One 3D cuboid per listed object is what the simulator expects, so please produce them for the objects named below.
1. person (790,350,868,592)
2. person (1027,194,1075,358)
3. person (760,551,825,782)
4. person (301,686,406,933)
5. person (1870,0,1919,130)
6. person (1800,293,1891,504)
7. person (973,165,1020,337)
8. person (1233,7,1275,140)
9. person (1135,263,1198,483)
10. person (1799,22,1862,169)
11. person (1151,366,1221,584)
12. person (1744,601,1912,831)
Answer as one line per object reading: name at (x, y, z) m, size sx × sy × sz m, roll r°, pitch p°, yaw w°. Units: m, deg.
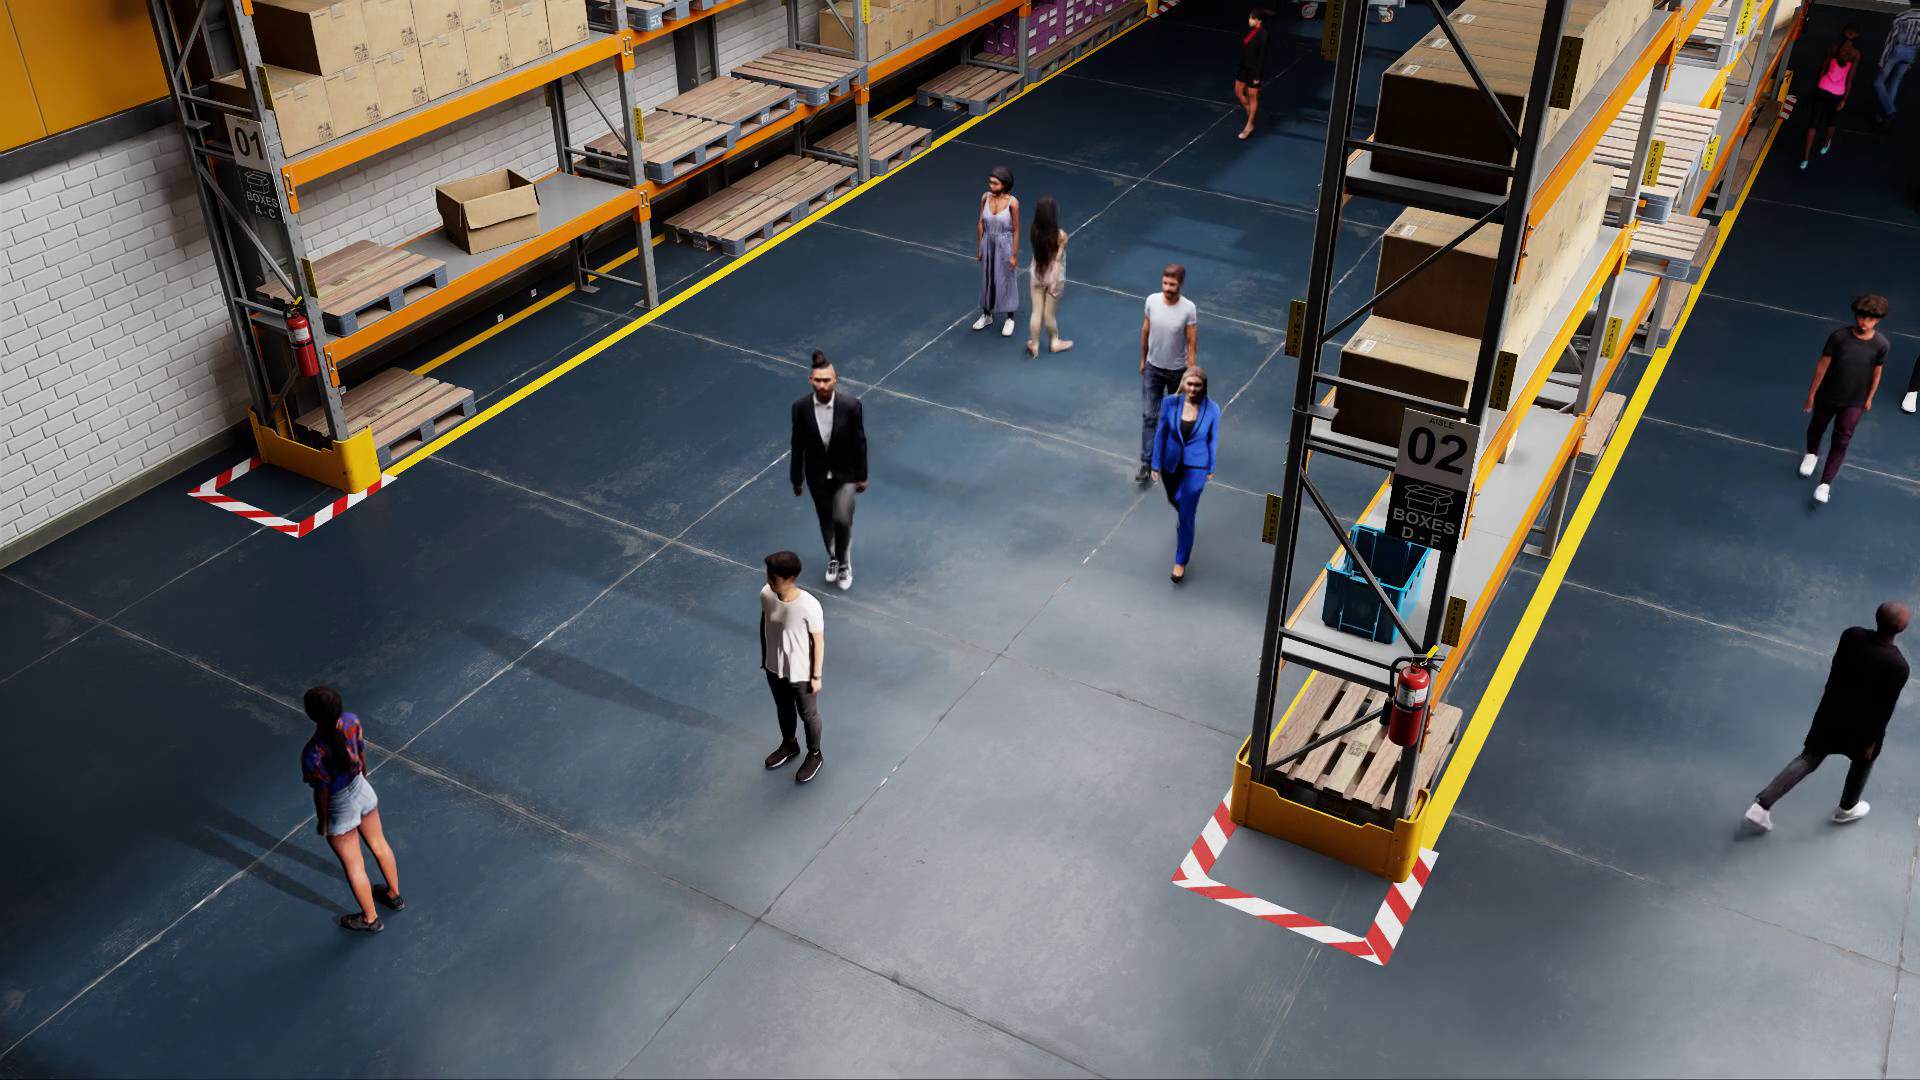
person at (-0.955, -0.579, 12.478) m, size 0.837 × 1.943 × 0.831 m, roll 4°, pitch 34°, yaw 6°
person at (0.804, -2.450, 15.561) m, size 0.603 × 1.647 × 0.655 m, roll 13°, pitch 36°, yaw 18°
person at (-1.068, 0.778, 10.638) m, size 0.642 × 1.721 × 0.545 m, roll 21°, pitch 39°, yaw 28°
person at (-3.496, 1.521, 9.500) m, size 0.674 × 1.743 × 0.487 m, roll 13°, pitch 36°, yaw 19°
person at (11.716, -5.933, 20.678) m, size 0.870 × 1.782 × 0.951 m, roll -3°, pitch 34°, yaw -4°
person at (7.233, -1.227, 13.636) m, size 0.633 × 1.740 × 1.084 m, roll 17°, pitch 37°, yaw 24°
person at (0.377, -2.805, 16.049) m, size 0.578 × 1.699 × 0.504 m, roll 16°, pitch 37°, yaw 22°
person at (3.671, -5.773, 20.574) m, size 0.763 × 1.631 × 0.715 m, roll -13°, pitch 36°, yaw -18°
person at (1.763, -1.461, 13.918) m, size 0.791 × 1.819 × 1.224 m, roll 12°, pitch 35°, yaw 17°
person at (10.285, -5.228, 19.719) m, size 0.616 × 1.671 × 1.097 m, roll 20°, pitch 38°, yaw 27°
person at (1.725, -0.594, 12.752) m, size 0.775 × 1.666 × 1.177 m, roll 10°, pitch 35°, yaw 15°
person at (5.324, 1.122, 10.117) m, size 1.249 × 1.724 × 1.108 m, roll -13°, pitch 36°, yaw -19°
